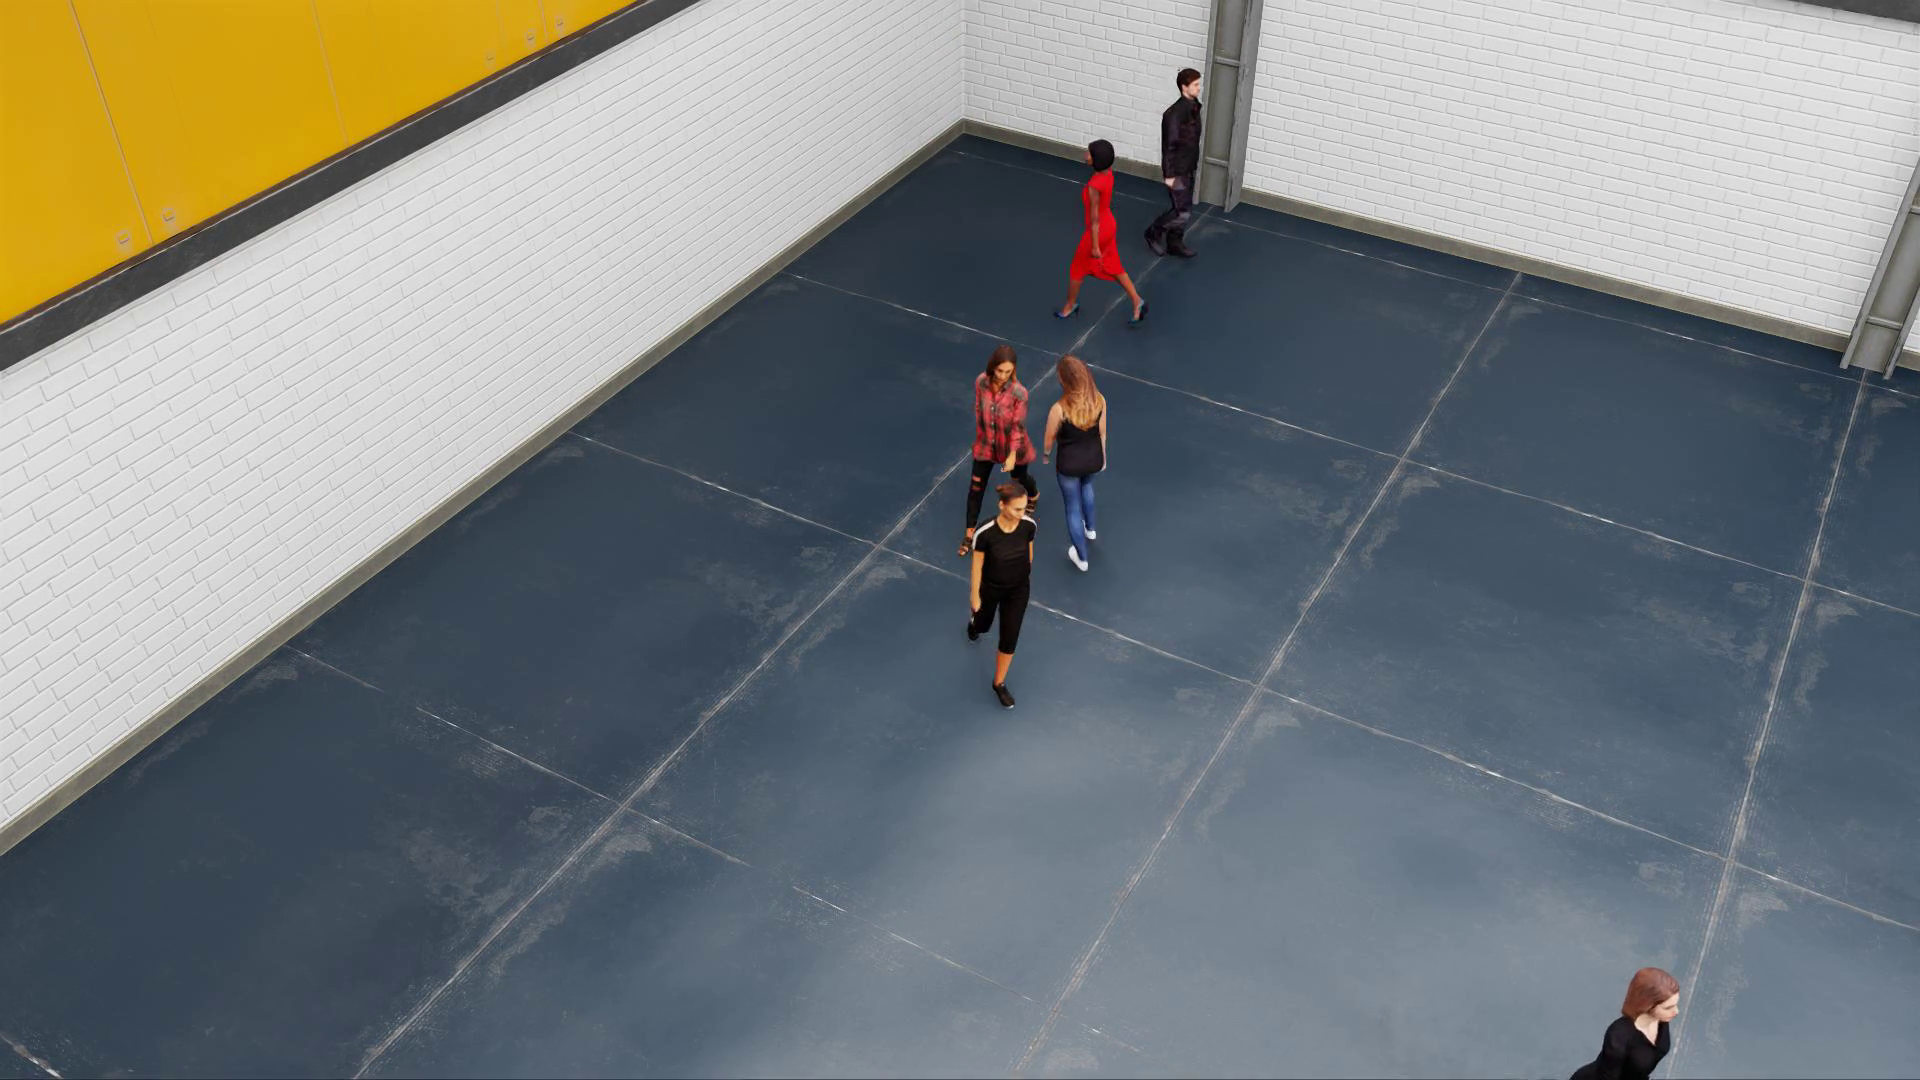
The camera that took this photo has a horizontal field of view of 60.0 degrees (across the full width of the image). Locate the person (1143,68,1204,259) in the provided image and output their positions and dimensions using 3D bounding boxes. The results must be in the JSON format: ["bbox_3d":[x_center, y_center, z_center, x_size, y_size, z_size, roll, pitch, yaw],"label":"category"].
[{"bbox_3d":[1.930,-3.413,15.136,0.707,1.831,0.722,20,43,23],"label":"person"}]

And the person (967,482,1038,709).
[{"bbox_3d":[0.237,0.264,10.687,0.995,1.637,1.052,-9,39,-11],"label":"person"}]

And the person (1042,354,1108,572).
[{"bbox_3d":[0.850,-0.487,11.582,0.827,1.694,0.898,-14,41,-17],"label":"person"}]

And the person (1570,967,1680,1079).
[{"bbox_3d":[2.951,2.537,7.814,0.876,1.671,1.141,-24,44,-27],"label":"person"}]

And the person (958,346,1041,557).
[{"bbox_3d":[0.355,-0.699,11.879,1.004,1.656,0.671,22,43,25],"label":"person"}]

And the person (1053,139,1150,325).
[{"bbox_3d":[1.276,-2.557,14.168,1.127,1.702,0.707,14,41,17],"label":"person"}]
